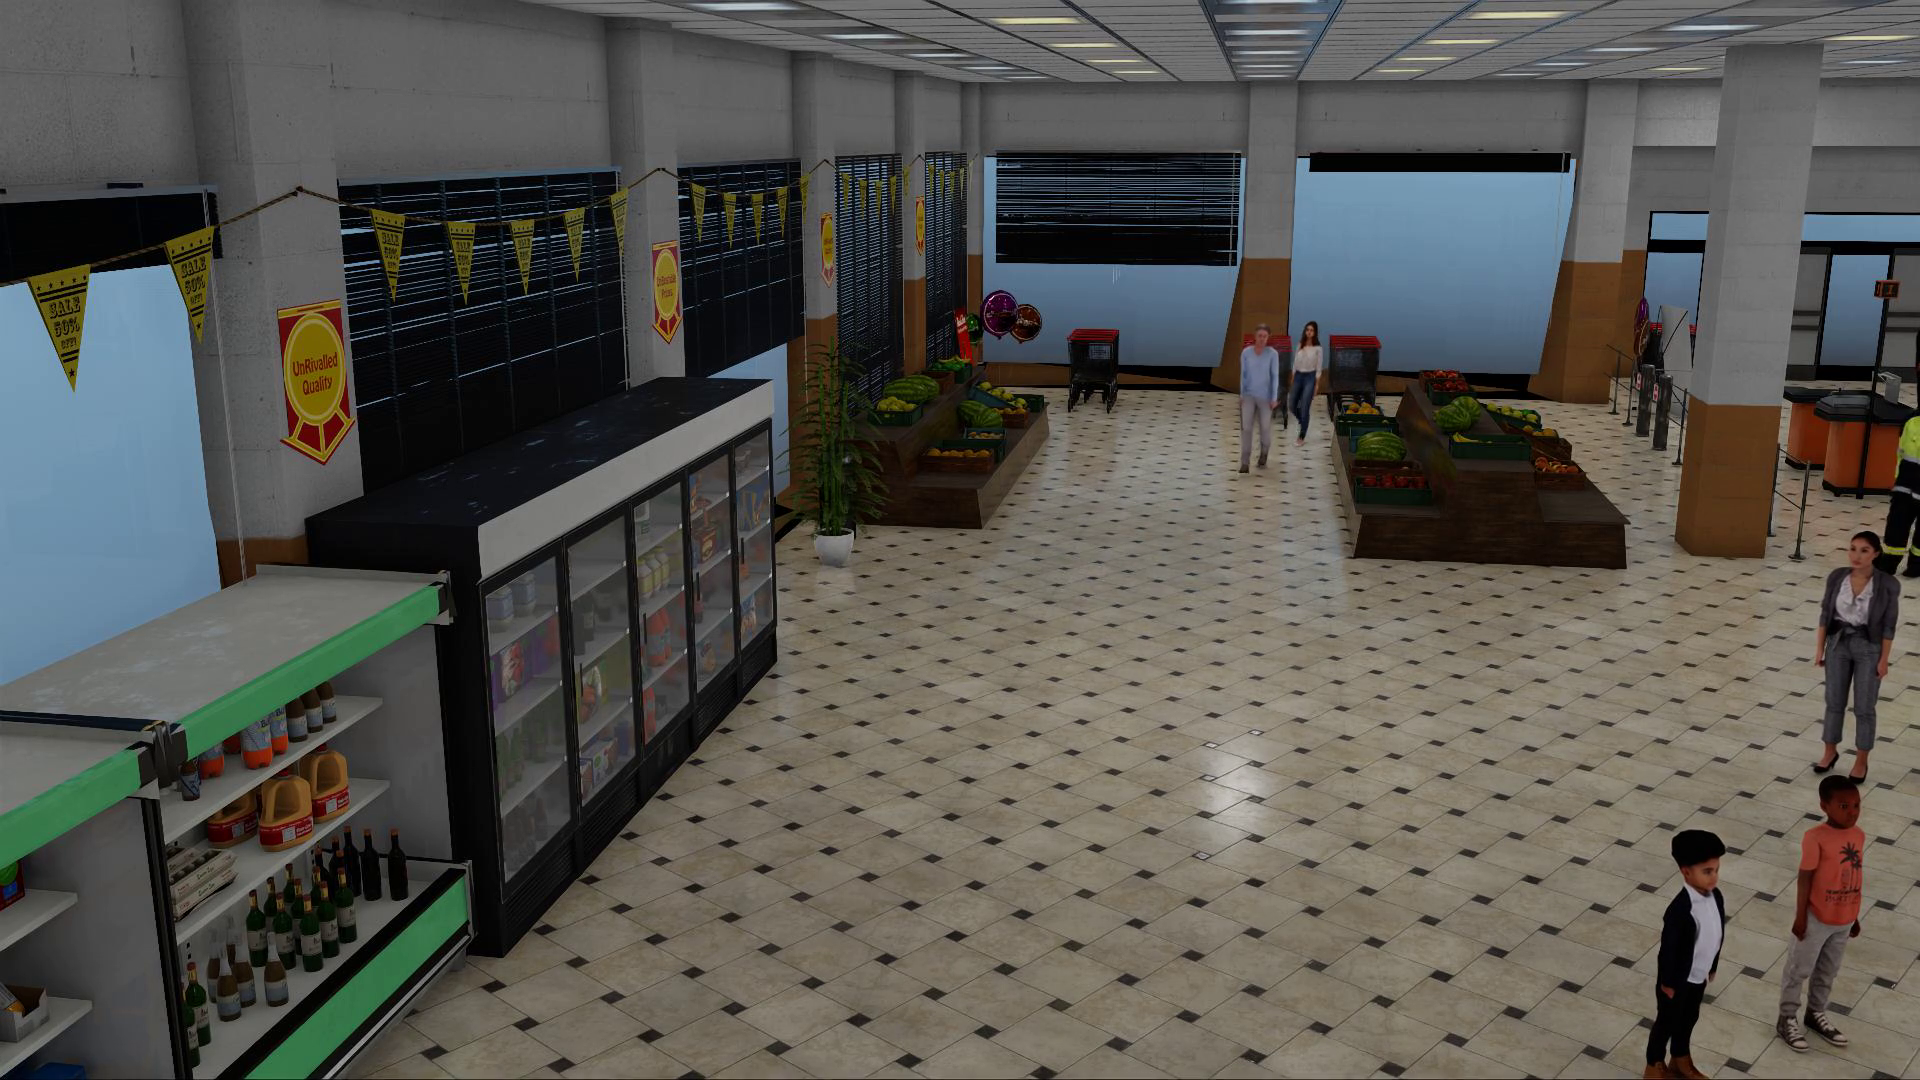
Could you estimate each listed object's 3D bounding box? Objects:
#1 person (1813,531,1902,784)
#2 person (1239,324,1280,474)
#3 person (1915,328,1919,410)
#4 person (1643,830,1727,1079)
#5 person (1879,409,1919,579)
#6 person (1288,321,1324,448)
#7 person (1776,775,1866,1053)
[{"bbox_3d":[5.869,0.751,10.900,0.756,1.675,0.718,-12,18,-41],"label":"person"},{"bbox_3d":[3.773,-1.767,20.936,0.768,1.837,1.310,4,14,17],"label":"person"},{"bbox_3d":[14.361,-2.693,24.665,0.842,1.879,0.699,10,17,37],"label":"person"},{"bbox_3d":[3.199,1.848,7.339,0.576,1.222,0.625,-8,16,-30],"label":"person"},{"bbox_3d":[9.209,-0.569,15.774,1.079,1.943,1.011,-11,18,-39],"label":"person"},{"bbox_3d":[4.764,-2.141,22.746,0.758,1.712,0.839,12,18,40],"label":"person"},{"bbox_3d":[4.011,1.710,7.719,0.556,1.310,0.563,-3,14,-13],"label":"person"}]
